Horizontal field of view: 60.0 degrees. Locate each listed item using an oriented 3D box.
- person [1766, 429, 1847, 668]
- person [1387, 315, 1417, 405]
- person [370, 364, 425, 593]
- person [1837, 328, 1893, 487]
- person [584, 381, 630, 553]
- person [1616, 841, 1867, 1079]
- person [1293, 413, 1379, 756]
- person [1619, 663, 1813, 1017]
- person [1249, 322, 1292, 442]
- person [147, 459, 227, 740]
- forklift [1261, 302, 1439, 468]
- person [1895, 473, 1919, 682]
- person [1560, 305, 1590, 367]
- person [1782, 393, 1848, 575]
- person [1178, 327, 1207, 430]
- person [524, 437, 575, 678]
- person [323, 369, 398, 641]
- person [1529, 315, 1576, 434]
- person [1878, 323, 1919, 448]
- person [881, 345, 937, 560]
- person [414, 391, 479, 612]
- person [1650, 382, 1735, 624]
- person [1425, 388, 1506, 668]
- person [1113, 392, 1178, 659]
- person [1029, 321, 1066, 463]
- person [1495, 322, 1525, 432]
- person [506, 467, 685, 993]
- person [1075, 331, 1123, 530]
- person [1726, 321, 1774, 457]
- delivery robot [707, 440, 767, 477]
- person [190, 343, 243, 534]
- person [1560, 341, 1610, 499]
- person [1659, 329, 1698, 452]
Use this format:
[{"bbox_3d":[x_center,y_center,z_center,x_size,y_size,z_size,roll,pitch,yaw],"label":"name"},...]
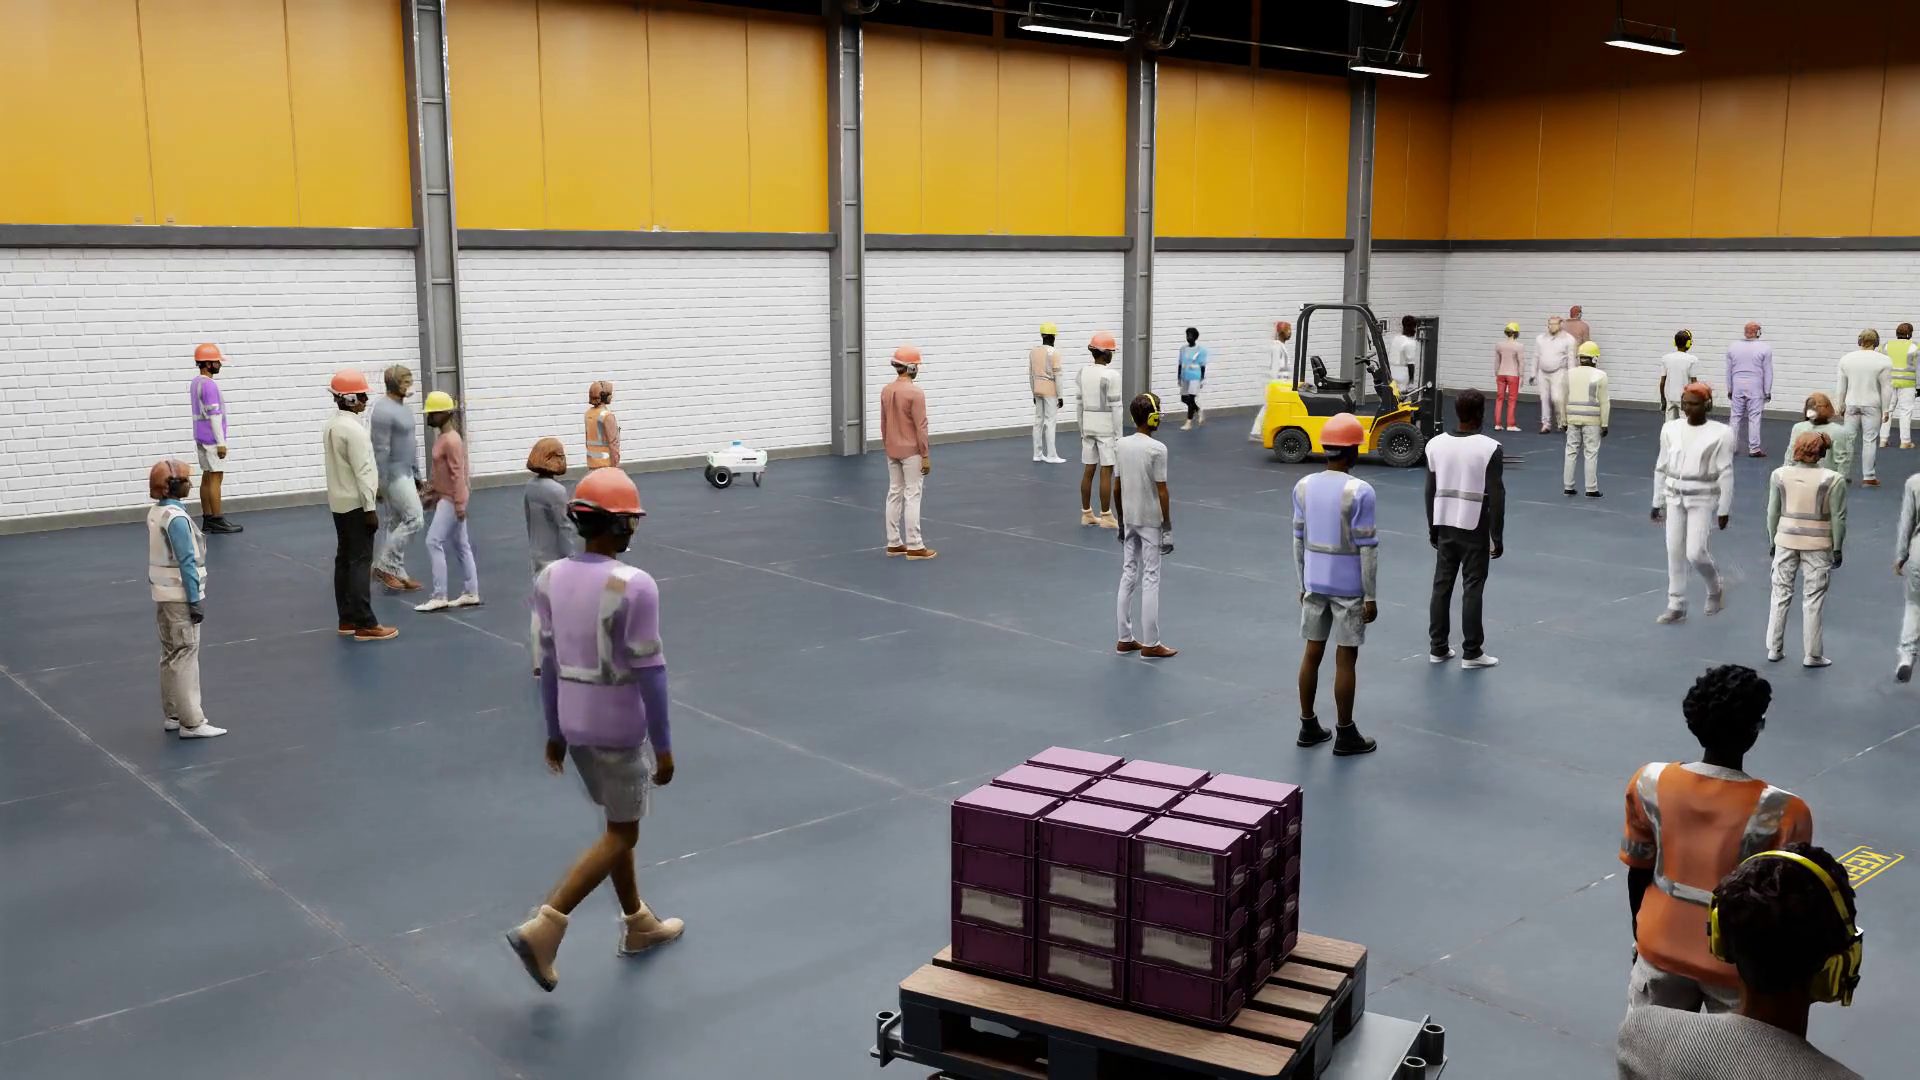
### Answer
[{"bbox_3d":[5.795,0.058,11.421,0.307,1.641,0.514,-9,13,-41],"label":"person"},{"bbox_3d":[6.617,-2.436,25.212,0.556,1.928,0.659,-4,10,-22],"label":"person"},{"bbox_3d":[-4.656,-0.502,13.861,0.428,1.925,0.627,-1,10,-5],"label":"person"},{"bbox_3d":[11.043,-1.613,20.326,0.372,1.940,0.632,-9,13,-41],"label":"person"},{"bbox_3d":[-3.386,-0.690,15.798,0.307,1.641,0.514,-9,13,-41],"label":"person"},{"bbox_3d":[1.340,1.412,2.816,0.328,1.872,0.513,-9,13,-41],"label":"person"},{"bbox_3d":[2.136,0.250,9.417,0.351,1.941,0.545,-9,13,-41],"label":"person"},{"bbox_3d":[2.112,1.181,4.673,0.318,1.699,0.535,-9,13,-41],"label":"person"},{"bbox_3d":[4.832,-2.367,25.061,0.978,1.840,0.595,2,10,12],"label":"person"},{"bbox_3d":[-4.564,0.346,9.729,0.307,1.642,0.514,-9,13,-41],"label":"person"},{"bbox_3d":[5.320,-2.157,22.763,2.313,2.155,1.214,3,10,16],"label":"forklift"},{"bbox_3d":[6.328,0.129,10.727,0.509,1.727,0.374,9,14,44],"label":"person"},{"bbox_3d":[11.321,-3.361,30.657,0.410,1.909,0.643,-9,13,-41],"label":"person"},{"bbox_3d":[7.534,-0.492,14.721,0.625,1.614,0.505,-4,11,-23],"label":"person"},{"bbox_3d":[3.796,-2.633,27.038,0.640,1.677,0.543,-9,14,-44],"label":"person"},{"bbox_3d":[-2.689,0.135,10.981,0.287,1.635,0.500,-9,13,-41],"label":"person"},{"bbox_3d":[-4.444,-0.257,12.223,0.376,1.995,0.612,-9,13,-41],"label":"person"},{"bbox_3d":[9.359,-2.615,26.322,0.651,1.892,0.430,9,13,42],"label":"person"},{"bbox_3d":[13.810,-2.265,24.428,0.429,1.844,0.627,-9,13,-41],"label":"person"},{"bbox_3d":[-0.493,-0.814,15.482,0.376,1.997,0.612,-9,13,-41],"label":"person"},{"bbox_3d":[-4.156,-0.304,13.209,0.650,1.744,0.542,-4,10,-22],"label":"person"},{"bbox_3d":[5.622,-0.280,12.733,0.488,1.874,0.590,-6,12,-34],"label":"person"},{"bbox_3d":[3.449,-0.079,11.401,0.392,1.922,0.593,-9,13,-41],"label":"person"},{"bbox_3d":[1.298,-0.101,11.674,0.328,1.872,0.513,-9,13,-41],"label":"person"},{"bbox_3d":[1.188,-2.006,22.654,0.360,1.929,0.587,-9,13,-41],"label":"person"},{"bbox_3d":[8.856,-2.623,26.788,0.375,1.759,0.546,-8,12,-37],"label":"person"},{"bbox_3d":[-1.442,0.737,6.430,0.638,2.009,0.867,7,12,35],"label":"person"},{"bbox_3d":[1.459,-1.124,17.159,0.370,2.044,0.608,-9,13,-41],"label":"person"},{"bbox_3d":[11.093,-2.117,23.365,0.411,1.911,0.643,-9,13,-41],"label":"person"},{"bbox_3d":[-2.732,-0.980,20.391,0.707,0.478,0.477,-3,10,-17],"label":"delivery robot"},{"bbox_3d":[-7.598,-1.031,16.924,0.354,1.939,0.545,-9,13,-41],"label":"person"},{"bbox_3d":[7.273,-1.391,19.334,0.404,1.835,0.590,-9,13,-41],"label":"person"},{"bbox_3d":[9.302,-1.779,21.501,0.328,1.872,0.513,-9,13,-41],"label":"person"}]
